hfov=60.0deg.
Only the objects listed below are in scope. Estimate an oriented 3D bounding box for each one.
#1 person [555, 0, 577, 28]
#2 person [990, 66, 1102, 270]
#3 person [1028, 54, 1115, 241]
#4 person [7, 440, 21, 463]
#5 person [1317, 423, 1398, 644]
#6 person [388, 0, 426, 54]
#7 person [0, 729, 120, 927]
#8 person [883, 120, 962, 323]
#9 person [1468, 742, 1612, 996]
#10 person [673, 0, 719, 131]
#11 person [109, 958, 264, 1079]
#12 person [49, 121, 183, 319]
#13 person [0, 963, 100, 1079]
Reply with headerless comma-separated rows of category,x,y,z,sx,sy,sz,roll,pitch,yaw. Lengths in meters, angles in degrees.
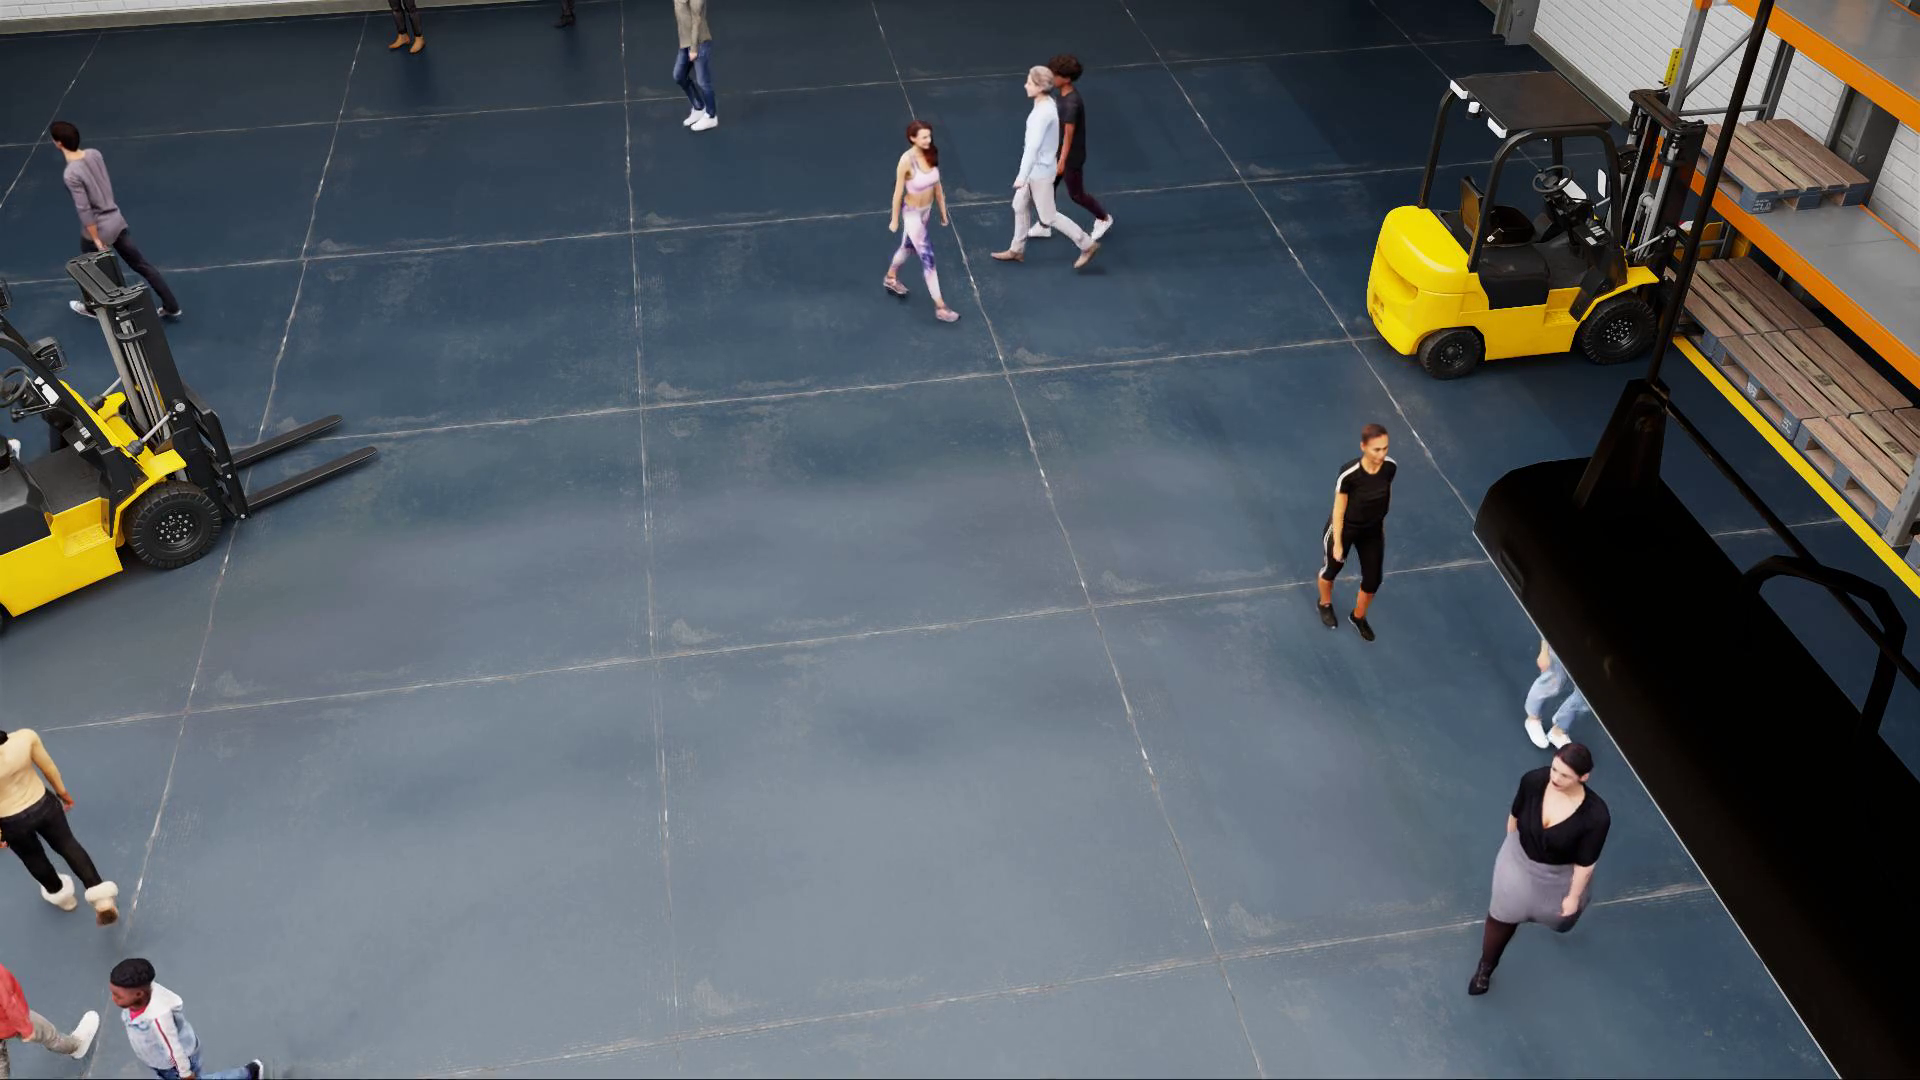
person,-4.646,-6.745,19.203,0.698,1.587,0.508,3,39,4
person,0.797,-3.205,14.550,0.840,1.861,1.197,0,39,0
person,1.045,-3.503,15.010,0.750,1.753,1.020,-11,40,-14
person,-7.330,-1.028,12.011,0.931,1.628,0.928,-32,48,-33
person,2.539,-0.117,10.850,0.584,1.653,0.698,-7,39,-8
person,-6.315,-6.344,18.592,0.727,1.722,0.734,16,41,19
person,-4.928,1.488,8.850,1.025,1.641,0.934,27,46,29
person,-0.434,-2.743,14.088,1.195,1.717,1.099,26,46,29
person,3.055,1.666,8.551,1.086,1.736,1.088,31,48,33
person,-2.615,-5.079,16.902,0.864,1.855,0.738,-25,45,-28
person,-3.748,2.416,8.007,0.775,1.244,0.785,-30,48,-32
person,-7.034,-2.596,13.834,1.045,1.804,1.210,8,39,9
person,-4.655,2.348,7.978,0.716,1.386,0.969,5,39,6
